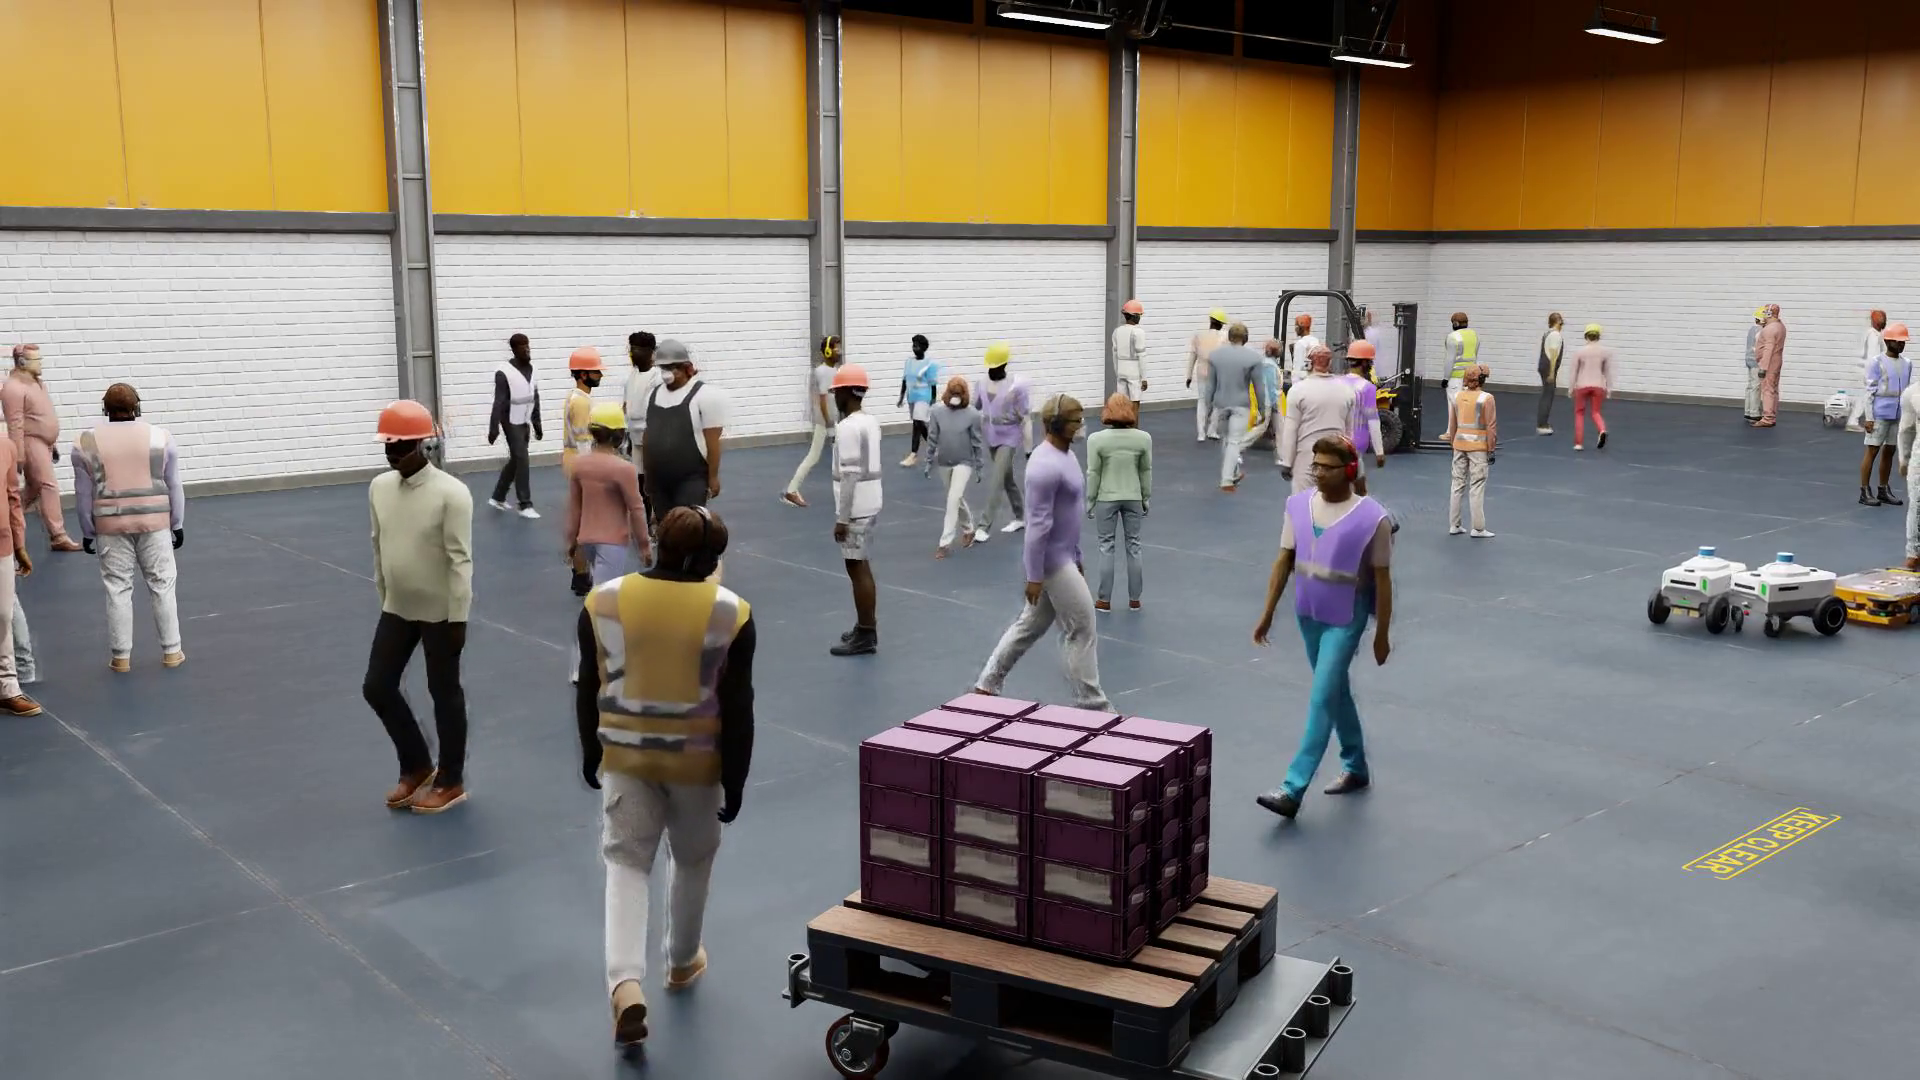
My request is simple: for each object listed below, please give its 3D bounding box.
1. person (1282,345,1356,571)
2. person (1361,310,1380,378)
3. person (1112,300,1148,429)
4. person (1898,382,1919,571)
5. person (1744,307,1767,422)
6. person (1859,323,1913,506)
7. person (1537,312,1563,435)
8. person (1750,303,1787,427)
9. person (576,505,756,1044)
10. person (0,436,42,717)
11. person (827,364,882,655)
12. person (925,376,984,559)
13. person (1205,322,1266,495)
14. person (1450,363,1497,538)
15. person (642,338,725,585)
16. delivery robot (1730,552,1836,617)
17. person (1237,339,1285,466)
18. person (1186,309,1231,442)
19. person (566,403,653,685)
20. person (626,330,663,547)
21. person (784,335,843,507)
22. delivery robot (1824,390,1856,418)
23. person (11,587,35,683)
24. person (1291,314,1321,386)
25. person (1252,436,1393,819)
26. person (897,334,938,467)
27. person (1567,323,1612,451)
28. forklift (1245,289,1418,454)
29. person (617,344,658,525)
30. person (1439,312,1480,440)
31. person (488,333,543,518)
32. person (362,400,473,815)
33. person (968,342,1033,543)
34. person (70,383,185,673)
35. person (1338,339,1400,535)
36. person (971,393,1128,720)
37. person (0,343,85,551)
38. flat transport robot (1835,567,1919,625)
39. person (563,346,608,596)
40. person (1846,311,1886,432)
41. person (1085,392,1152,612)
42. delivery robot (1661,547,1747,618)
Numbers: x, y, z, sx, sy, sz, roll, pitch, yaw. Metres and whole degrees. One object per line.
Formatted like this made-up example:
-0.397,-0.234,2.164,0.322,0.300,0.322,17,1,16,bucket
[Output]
2.986,-0.679,13.952,0.640,1.898,0.395,-4,10,-20,person
5.927,-2.458,24.481,1.014,1.847,0.673,2,10,10,person
2.341,-2.248,22.692,0.370,2.044,0.608,-7,12,-37,person
8.241,-0.672,14.004,0.636,1.882,0.719,8,12,38,person
12.732,-2.793,26.496,0.403,1.834,0.588,2,10,10,person
9.816,-1.323,17.588,0.545,1.938,0.361,-3,10,-16,person
8.749,-2.453,24.621,0.396,1.804,0.705,1,10,3,person
12.479,-2.692,25.694,0.399,1.910,0.643,9,13,41,person
-1.009,0.783,5.689,0.641,1.798,0.840,0,10,-2,person
-5.528,0.055,9.348,0.375,1.996,0.611,5,11,25,person
-0.725,-0.195,11.087,0.392,1.916,0.630,2,10,14,person
-0.016,-0.670,14.783,0.507,1.593,0.838,5,11,25,person
3.121,-1.478,18.619,0.653,1.892,0.971,6,11,32,person
4.811,-0.838,15.621,0.308,1.640,0.510,-7,12,-34,person
-2.161,-0.541,12.708,0.694,2.000,0.558,5,11,27,person
5.771,0.332,11.668,0.707,0.478,0.477,-4,10,-20,delivery robot
3.839,-1.727,20.904,0.784,1.610,0.509,4,11,23,person
3.564,-2.337,23.681,0.716,1.877,0.689,5,11,26,person
-2.148,0.006,10.408,0.548,1.716,0.911,7,12,34,person
-2.854,-0.926,15.177,0.369,1.967,0.600,-9,13,-42,person
-1.398,-1.233,17.430,1.015,1.821,0.538,3,10,16,person
13.714,-2.101,25.908,0.477,0.478,0.707,7,12,36,delivery robot
-6.110,0.061,10.136,0.812,1.707,0.480,-1,10,-7,person
4.498,-2.022,21.853,0.386,1.880,0.591,8,12,38,person
1.708,0.403,7.901,0.969,1.795,0.575,-7,12,-36,person
-0.497,-1.783,21.066,0.818,1.666,0.532,-9,13,-41,person
8.509,-2.053,22.421,0.550,1.745,0.557,1,10,4,person
5.034,-2.339,22.783,2.313,2.155,1.214,3,10,16,forklift
-3.167,-1.067,16.444,0.927,1.835,0.542,6,11,30,person
7.148,-2.346,23.878,0.622,1.839,0.429,-6,12,-33,person
-4.567,-1.161,16.864,0.732,1.879,0.634,3,10,18,person
-2.545,0.329,7.794,0.637,1.974,0.492,4,11,23,person
0.368,-0.930,15.563,0.972,1.851,0.727,-9,13,-43,person
-5.265,-0.078,10.582,0.623,1.844,0.429,-5,11,-27,person
3.639,-0.885,15.190,1.009,1.880,0.563,-4,10,-21,person
0.487,0.121,9.273,0.999,1.900,0.644,2,10,12,person
-8.315,-0.816,14.804,0.836,1.884,0.647,-2,10,-13,person
6.916,0.403,12.354,1.431,0.197,0.652,-7,12,-35,flat transport robot
-2.908,-0.537,12.985,0.373,1.939,0.545,-3,10,-15,person
13.655,-2.487,24.729,0.735,1.830,0.635,5,11,26,person
1.175,-0.276,12.347,0.500,1.633,0.279,-2,10,-10,person
5.331,0.291,11.906,0.707,0.478,0.477,-9,13,-42,delivery robot
